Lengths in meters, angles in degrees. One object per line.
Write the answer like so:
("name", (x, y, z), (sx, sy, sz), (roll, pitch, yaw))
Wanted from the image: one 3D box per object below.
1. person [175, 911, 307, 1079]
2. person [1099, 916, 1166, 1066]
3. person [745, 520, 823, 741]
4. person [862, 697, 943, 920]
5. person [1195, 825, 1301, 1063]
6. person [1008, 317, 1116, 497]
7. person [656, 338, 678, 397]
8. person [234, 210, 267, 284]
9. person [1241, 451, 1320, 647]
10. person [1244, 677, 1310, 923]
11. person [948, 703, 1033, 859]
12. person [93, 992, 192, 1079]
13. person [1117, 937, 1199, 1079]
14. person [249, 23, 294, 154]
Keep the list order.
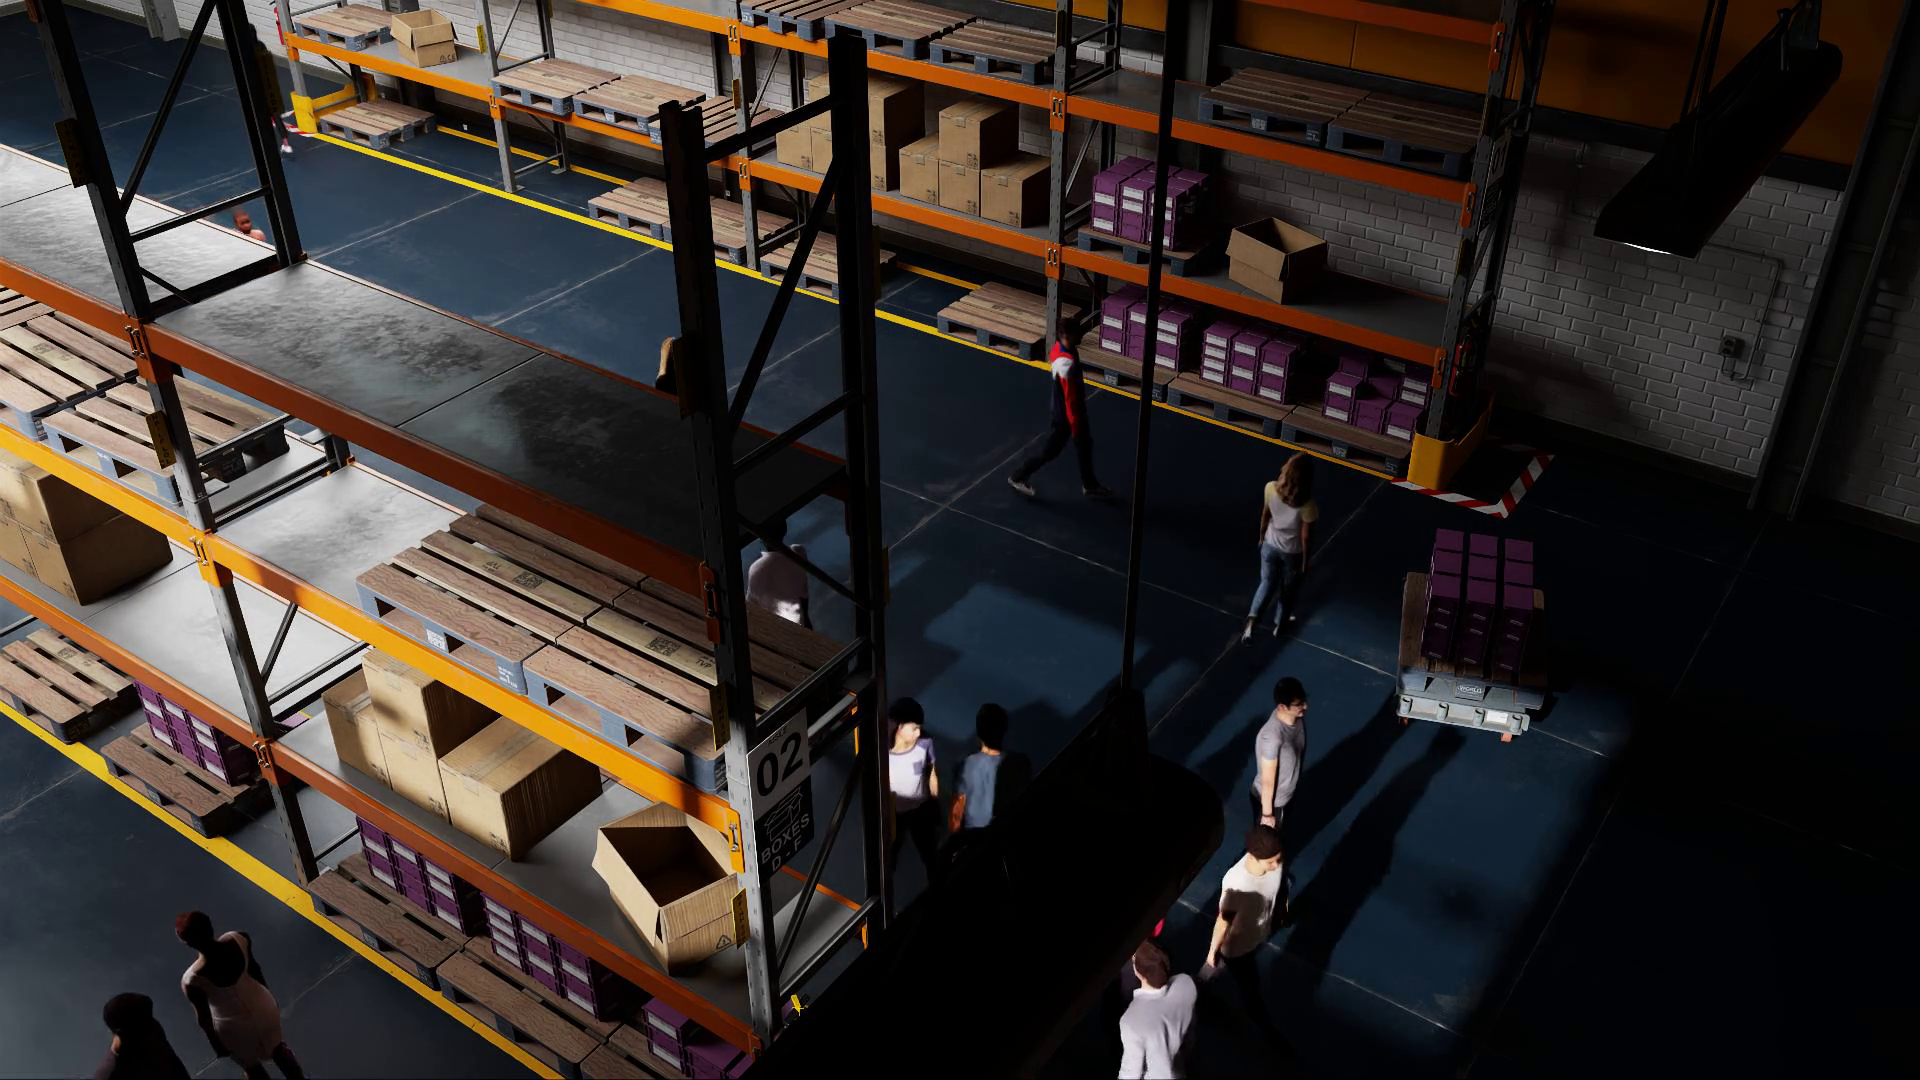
("person", (-3.698, 2.593, 8.726), (0.845, 1.774, 0.608), (25, 41, 32))
("person", (0.980, 2.267, 9.321), (0.706, 1.660, 0.650), (-5, 34, -7))
("person", (-1.213, 0.636, 11.677), (1.170, 1.767, 0.730), (25, 41, 32))
("person", (-0.332, 1.644, 10.209), (0.733, 1.714, 0.752), (-8, 34, -12))
("person", (1.541, 2.182, 9.433), (1.010, 1.677, 0.741), (23, 40, 30))
("person", (0.826, -1.087, 14.313), (1.266, 1.718, 1.010), (4, 34, 6))
("person", (-2.430, -0.866, 13.887), (0.803, 1.822, 0.698), (13, 36, 18))
("person", (-7.324, -2.832, 17.319), (0.604, 1.296, 0.881), (-26, 42, -34))
("person", (2.403, 0.108, 12.522), (0.889, 1.710, 0.719), (24, 41, 32))
("person", (1.952, 1.554, 10.307), (0.583, 1.754, 0.658), (15, 36, 21))
("person", (0.184, 1.817, 9.885), (0.922, 1.784, 0.984), (-7, 34, -10))
("person", (-4.075, 2.921, 8.208), (1.296, 1.800, 1.126), (2, 34, 2))
("person", (1.031, 2.786, 8.390), (0.884, 1.825, 1.134), (-24, 40, -31))
("person", (-8.964, -5.771, 21.394), (0.782, 1.680, 1.234), (-29, 43, -36))
